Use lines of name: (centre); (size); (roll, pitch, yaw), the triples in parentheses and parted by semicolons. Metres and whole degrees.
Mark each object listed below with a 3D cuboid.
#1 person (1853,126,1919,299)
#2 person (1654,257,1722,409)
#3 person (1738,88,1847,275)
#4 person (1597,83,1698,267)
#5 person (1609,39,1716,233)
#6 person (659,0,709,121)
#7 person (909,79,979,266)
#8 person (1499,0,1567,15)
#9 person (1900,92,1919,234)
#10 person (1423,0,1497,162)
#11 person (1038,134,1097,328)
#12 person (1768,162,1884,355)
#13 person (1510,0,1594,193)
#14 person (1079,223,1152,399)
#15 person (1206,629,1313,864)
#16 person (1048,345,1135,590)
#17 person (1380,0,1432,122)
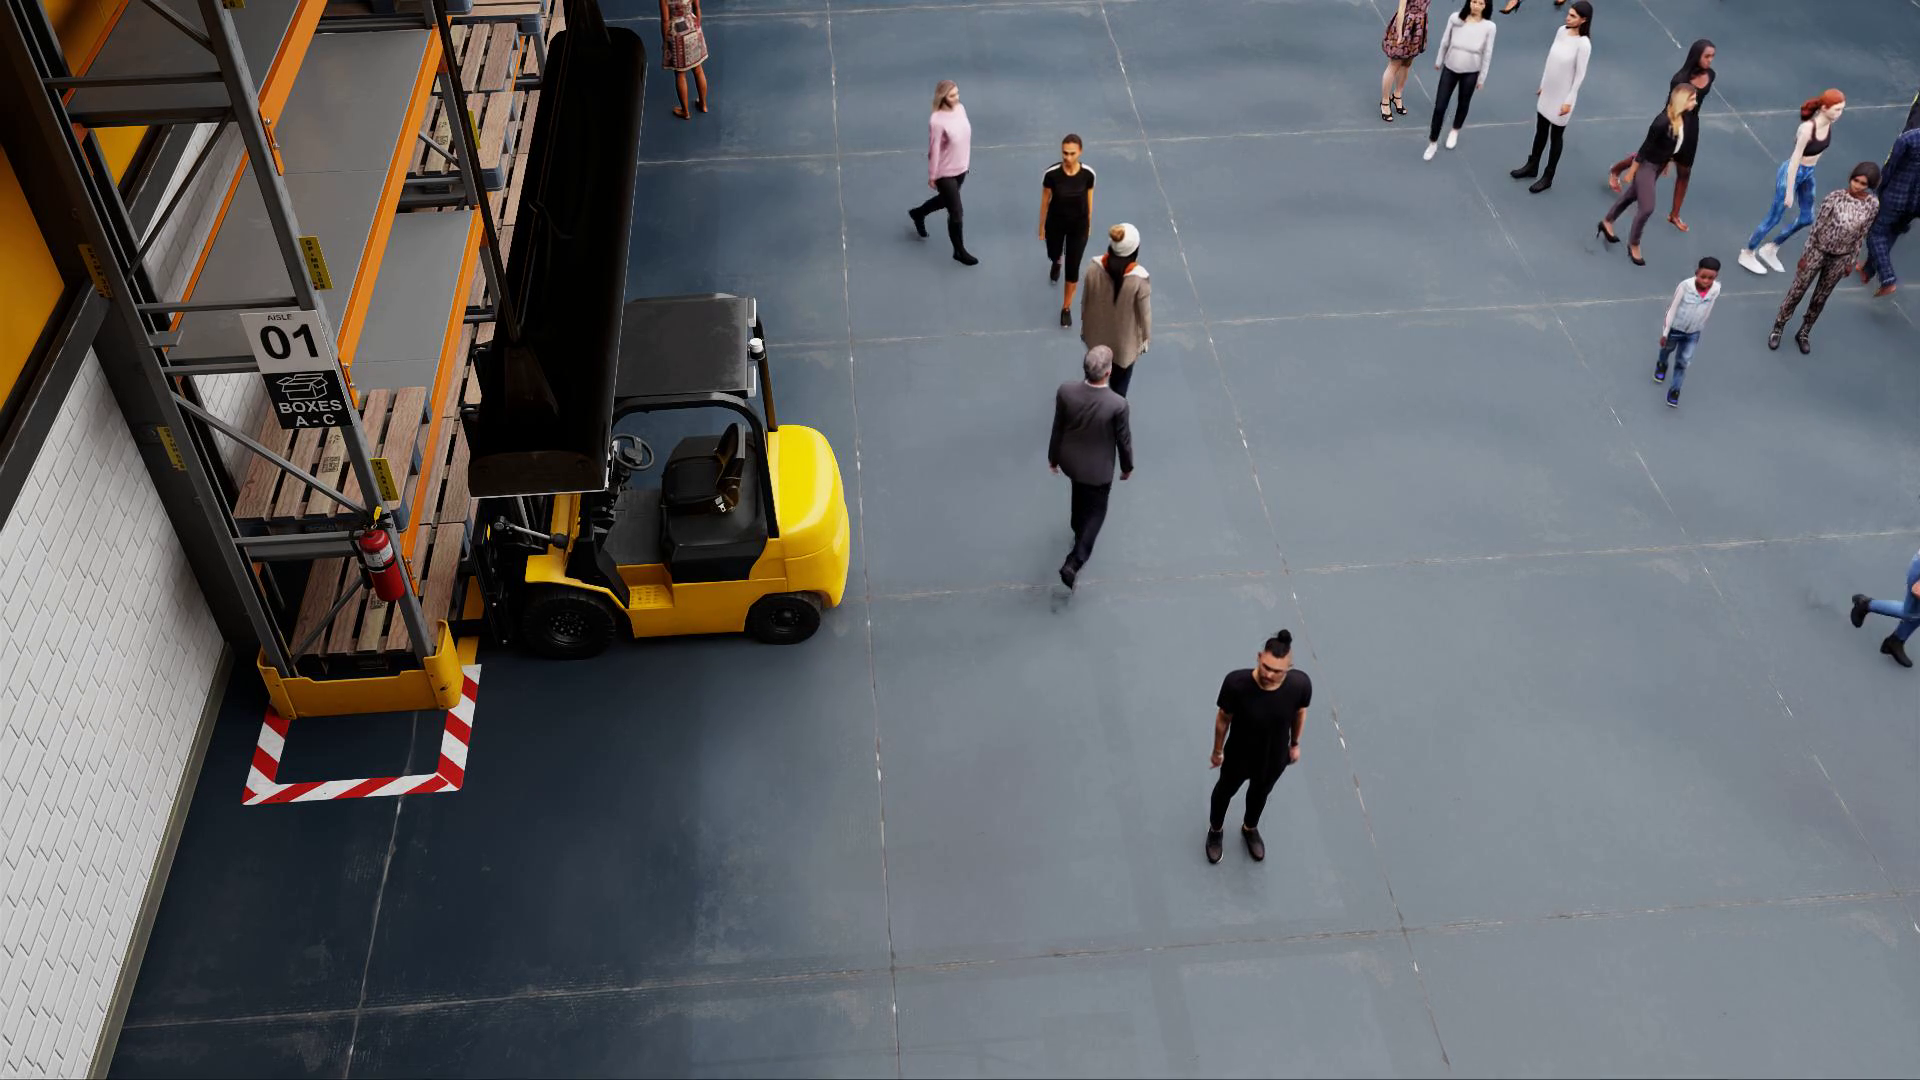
person: (7.843, -2.798, 13.760); (0.674, 1.796, 0.955); (2, 44, 2)
person: (5.675, -1.713, 13.032); (0.689, 1.229, 0.924); (13, 45, 13)
person: (6.962, -3.044, 14.038); (0.767, 1.768, 0.818); (-25, 49, -24)
person: (5.845, -3.186, 14.284); (0.843, 1.635, 0.934); (-31, 52, -28)
person: (6.259, -3.655, 14.749); (0.884, 1.672, 1.290); (-15, 46, -16)
person: (-2.674, -4.862, 16.036); (0.725, 1.645, 0.729); (-29, 50, -27)
person: (-0.164, -3.198, 14.277); (1.089, 1.662, 1.055); (28, 50, 26)
person: (6.379, -6.410, 17.539); (0.955, 1.812, 1.170); (-17, 46, -17)
person: (8.357, -3.469, 14.445); (0.862, 1.821, 0.866); (-26, 49, -25)
person: (4.713, -4.428, 15.556); (0.889, 1.679, 0.999); (17, 46, 17)
person: (0.875, -2.643, 13.710); (0.711, 1.640, 1.100); (4, 44, 4)
person: (6.912, -2.255, 13.248); (0.638, 1.715, 0.637); (11, 45, 12)
person: (5.423, -4.018, 15.032); (0.716, 1.807, 0.548); (-14, 45, -14)
person: (1.095, -1.525, 12.360); (0.839, 1.884, 0.878); (22, 48, 21)
person: (1.697, 1.166, 9.547); (0.677, 1.867, 0.576); (-2, 44, -2)
person: (0.837, -0.486, 11.328); (1.114, 1.802, 1.261); (21, 47, 21)
person: (4.310, -4.892, 15.973); (0.795, 1.775, 0.835); (-27, 50, -26)
